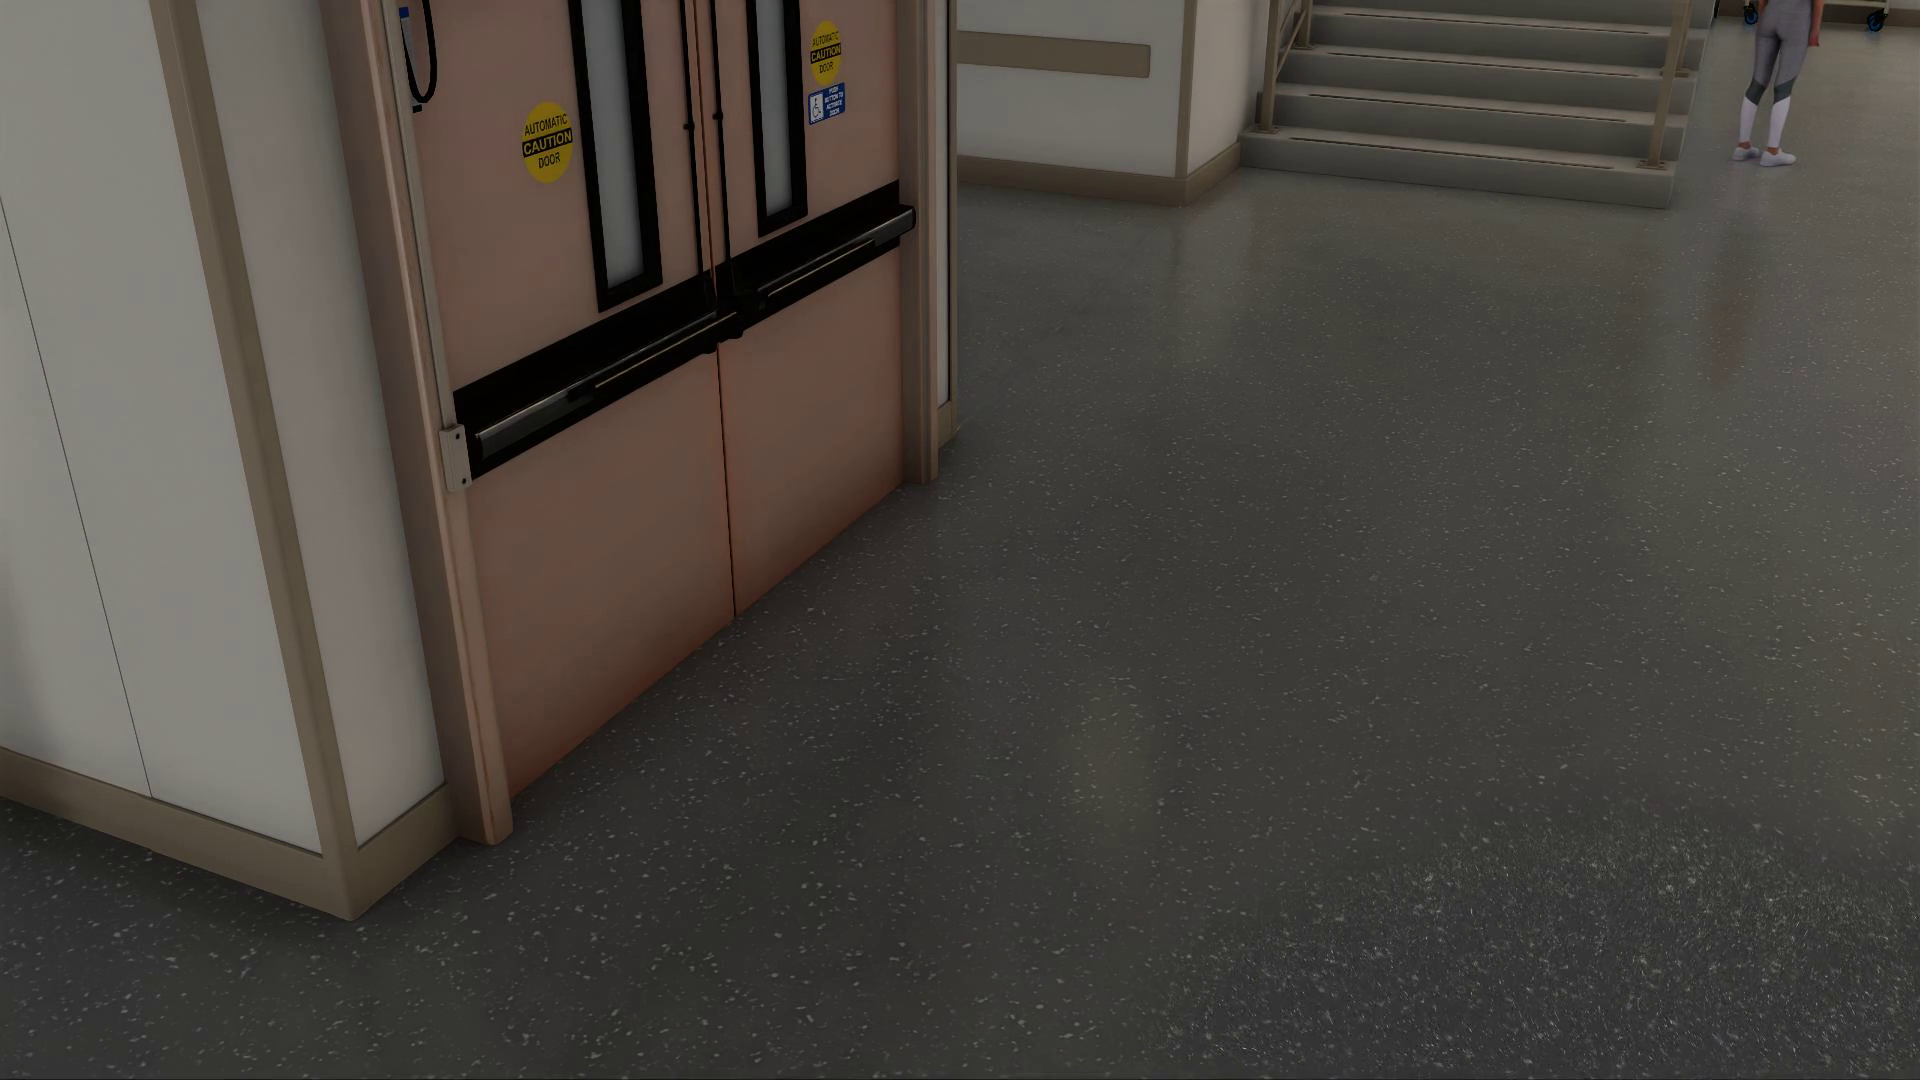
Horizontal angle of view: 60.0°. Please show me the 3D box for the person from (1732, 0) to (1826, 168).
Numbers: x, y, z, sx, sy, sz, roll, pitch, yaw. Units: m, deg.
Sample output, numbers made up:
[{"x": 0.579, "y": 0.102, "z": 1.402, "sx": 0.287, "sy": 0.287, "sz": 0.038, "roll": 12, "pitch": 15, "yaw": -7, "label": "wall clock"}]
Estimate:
[{"x": 5.185, "y": -3.238, "z": 10.459, "sx": 0.669, "sy": 1.702, "sz": 0.649, "roll": -16, "pitch": 30, "yaw": -29, "label": "person"}]
